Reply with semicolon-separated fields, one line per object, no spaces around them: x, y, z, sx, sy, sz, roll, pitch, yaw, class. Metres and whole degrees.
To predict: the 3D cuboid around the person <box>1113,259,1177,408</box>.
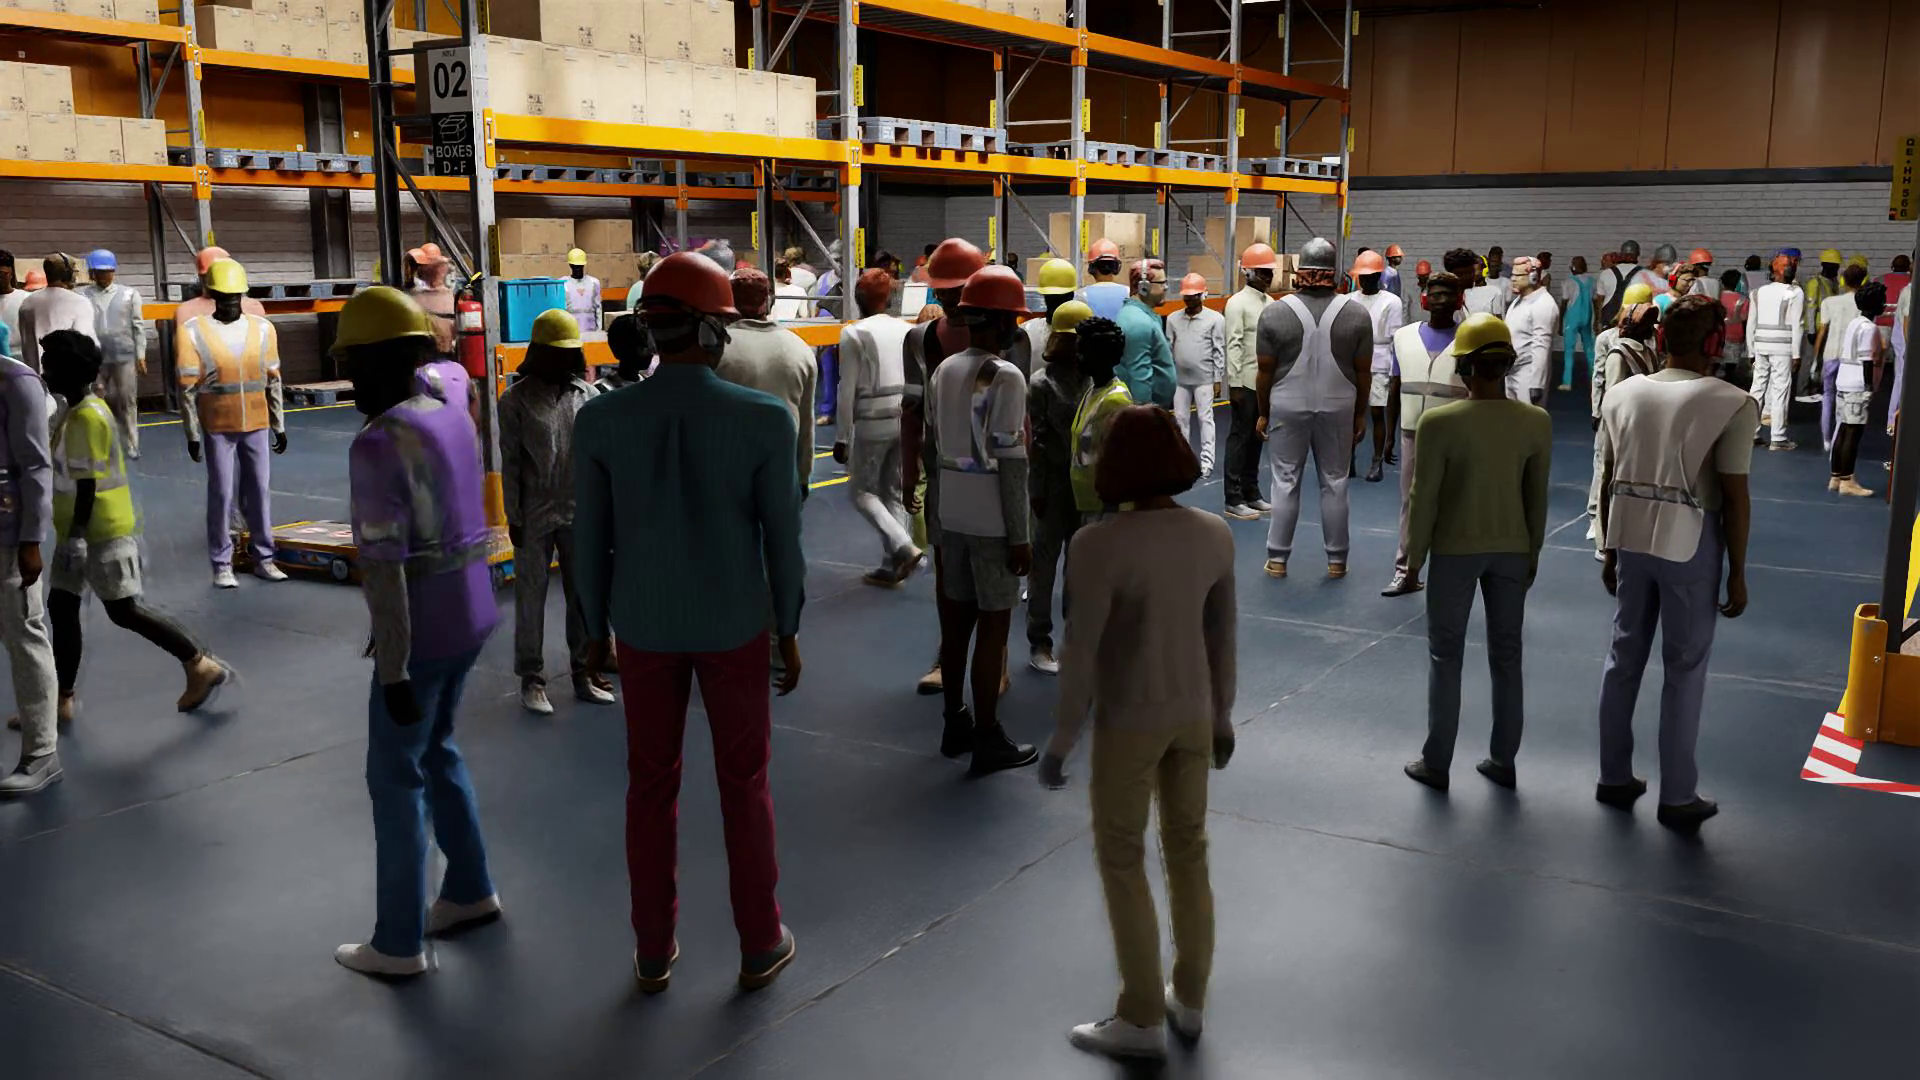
1.121;-0.753;10.175;0.400;1.910;0.643;0;10;2;person

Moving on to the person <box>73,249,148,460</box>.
-7.843;-1.681;15.276;0.678;1.939;0.390;-4;11;-20;person

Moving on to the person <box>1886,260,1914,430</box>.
10.085;-2.067;17.663;0.349;1.836;0.517;6;12;31;person

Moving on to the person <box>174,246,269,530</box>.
-5.056;-1.022;11.468;0.644;1.974;0.444;-7;13;-35;person

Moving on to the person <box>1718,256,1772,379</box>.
11.604;-3.292;24.570;0.637;1.783;0.981;0;10;-1;person

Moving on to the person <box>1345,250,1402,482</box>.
3.406;-1.450;13.956;0.551;1.932;0.378;7;12;33;person

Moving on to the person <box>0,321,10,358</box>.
-7.707;-1.177;12.998;0.352;1.738;0.573;6;12;30;person

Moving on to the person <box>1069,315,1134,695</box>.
0.647;-0.157;7.479;0.318;1.691;0.537;-1;10;-5;person

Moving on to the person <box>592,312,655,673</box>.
-1.554;-0.225;7.856;0.320;1.693;0.535;5;11;26;person

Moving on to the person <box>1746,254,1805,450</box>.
7.894;-1.814;16.114;0.362;1.886;0.576;-5;11;-26;person

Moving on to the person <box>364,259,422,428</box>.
-4.314;-1.212;12.722;0.628;1.900;0.442;7;12;33;person

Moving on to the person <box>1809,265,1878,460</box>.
8.300;-1.671;15.600;0.540;1.788;1.043;7;12;33;person

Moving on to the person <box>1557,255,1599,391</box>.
8.356;-2.927;22.484;0.563;1.819;0.435;-1;10;-6;person

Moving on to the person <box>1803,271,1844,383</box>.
12.244;-3.021;23.581;0.549;1.598;0.743;6;12;30;person

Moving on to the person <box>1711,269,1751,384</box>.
9.184;-2.416;20.000;0.545;1.678;0.485;8;13;38;person

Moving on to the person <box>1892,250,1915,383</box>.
13.383;-3.141;23.371;0.391;1.920;0.587;0;10;-2;person

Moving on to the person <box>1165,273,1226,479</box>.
1.982;-1.397;14.191;0.566;1.744;0.350;7;12;32;person

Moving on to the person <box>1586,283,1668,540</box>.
4.494;-0.848;11.180;0.485;1.736;0.309;3;11;15;person

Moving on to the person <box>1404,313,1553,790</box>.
1.899;0.048;6.146;0.525;1.760;0.341;-1;10;-6;person

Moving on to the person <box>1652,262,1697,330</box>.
6.035;-1.442;14.175;0.563;1.840;0.390;-8;13;-37;person

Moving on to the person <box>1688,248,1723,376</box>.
8.411;-2.349;18.974;0.551;1.928;0.395;-5;11;-25;person

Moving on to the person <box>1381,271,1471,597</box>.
2.679;-0.580;9.368;0.570;1.849;0.379;7;12;32;person

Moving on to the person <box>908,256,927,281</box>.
-0.646;-3.941;28.253;0.318;1.756;0.560;9;13;40;person

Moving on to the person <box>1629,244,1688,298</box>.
7.878;-2.378;18.809;0.683;2.000;0.991;-2;10;-11;person

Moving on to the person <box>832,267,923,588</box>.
-0.416;-0.620;9.543;0.620;1.867;0.516;-10;14;-44;person

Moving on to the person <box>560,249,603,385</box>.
-4.611;-2.570;20.218;0.583;1.918;0.393;-6;12;-30;person

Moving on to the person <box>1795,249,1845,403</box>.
10.758;-2.664;20.750;0.582;1.917;0.405;-8;13;-37;person

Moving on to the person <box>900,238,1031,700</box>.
0.009;-0.302;7.355;0.611;2.030;0.410;4;11;22;person

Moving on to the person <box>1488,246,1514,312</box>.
8.485;-3.698;26.431;0.627;1.933;0.367;-1;10;-5;person

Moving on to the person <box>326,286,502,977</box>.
-1.556;0.250;4.672;0.464;1.902;0.593;2;10;11;person

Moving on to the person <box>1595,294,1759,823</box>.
2.471;0.068;5.814;0.393;1.838;0.560;-7;12;-33;person

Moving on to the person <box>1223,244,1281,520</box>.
2.143;-1.151;12.136;0.384;1.993;0.623;8;13;36;person

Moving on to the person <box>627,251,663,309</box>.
-2.729;-1.548;14.533;0.379;1.930;0.627;-4;11;-20;person
